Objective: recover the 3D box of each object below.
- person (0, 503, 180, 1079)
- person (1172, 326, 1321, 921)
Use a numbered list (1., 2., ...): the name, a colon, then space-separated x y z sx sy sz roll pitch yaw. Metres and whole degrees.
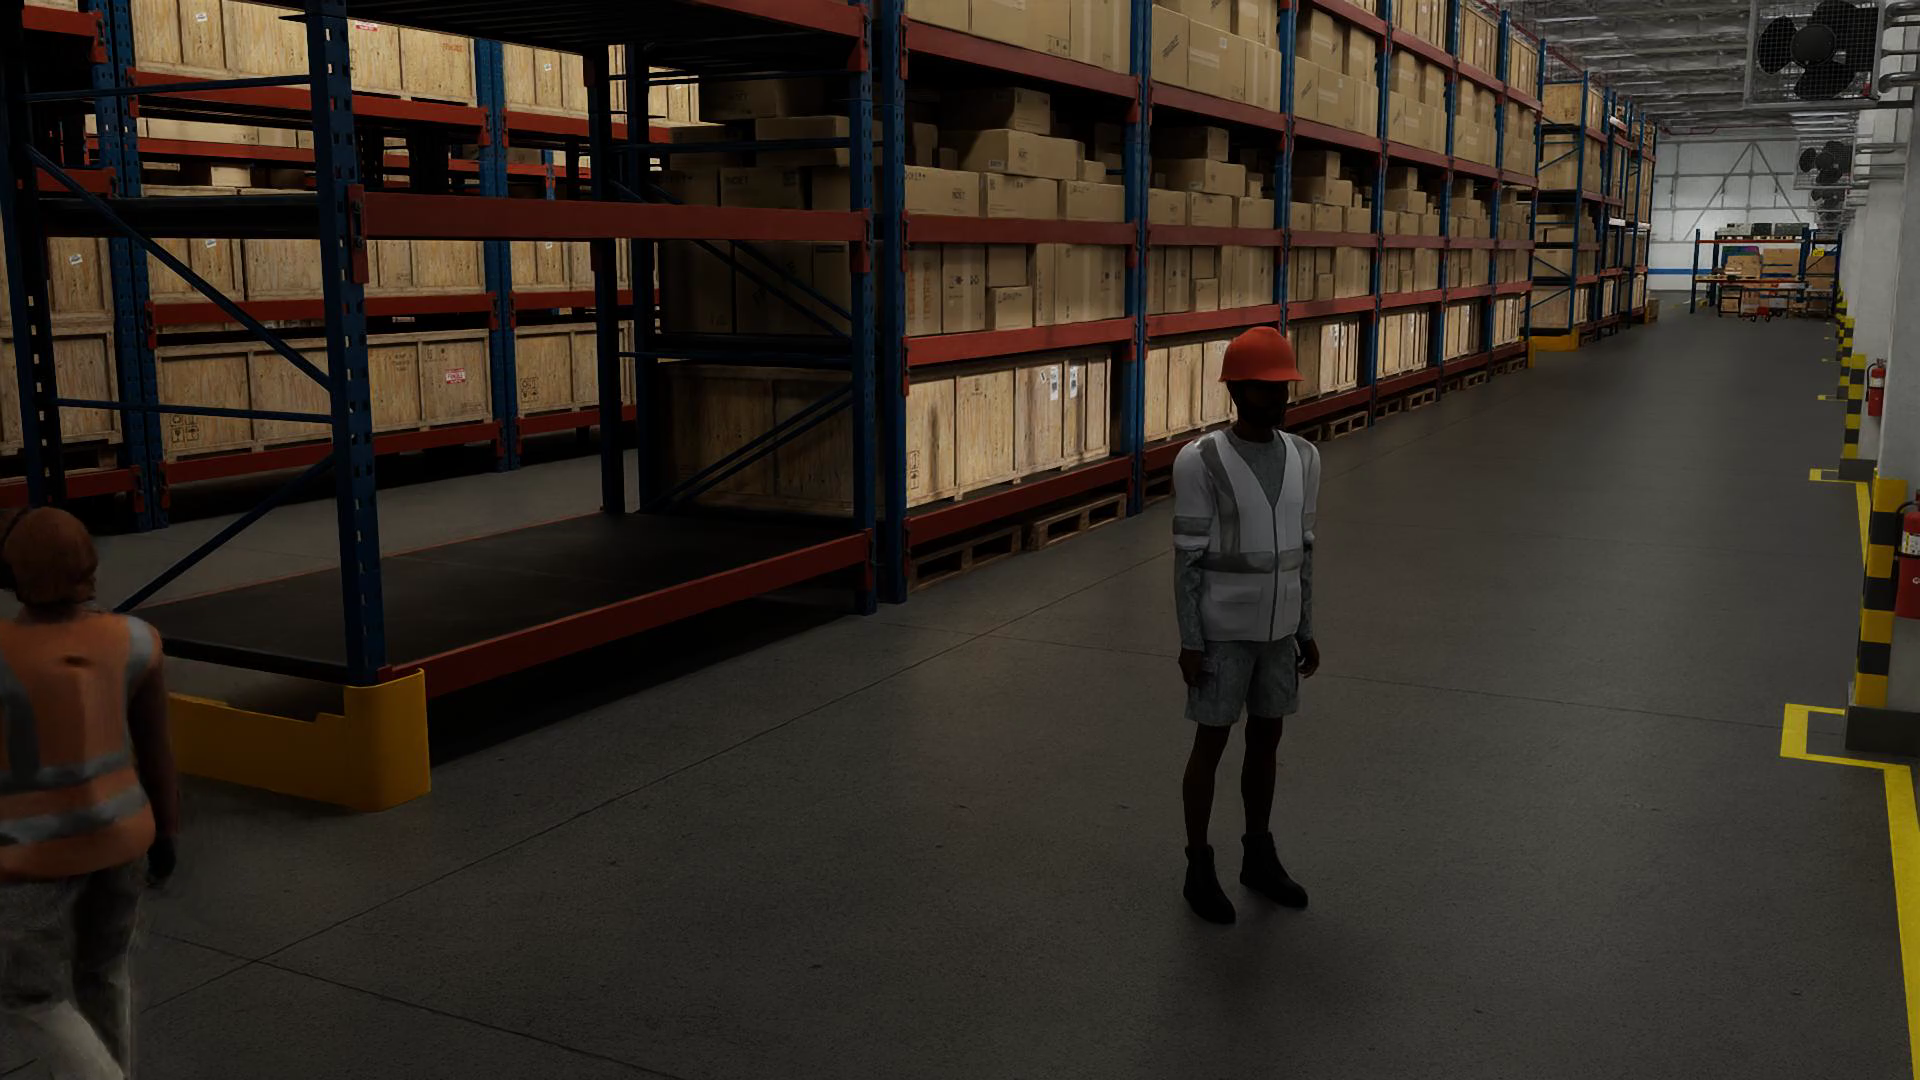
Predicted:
1. person: -1.997 0.725 3.791 0.597 1.619 0.520 6 12 33
2. person: 0.956 0.274 5.474 0.545 1.942 0.354 -5 11 -25
